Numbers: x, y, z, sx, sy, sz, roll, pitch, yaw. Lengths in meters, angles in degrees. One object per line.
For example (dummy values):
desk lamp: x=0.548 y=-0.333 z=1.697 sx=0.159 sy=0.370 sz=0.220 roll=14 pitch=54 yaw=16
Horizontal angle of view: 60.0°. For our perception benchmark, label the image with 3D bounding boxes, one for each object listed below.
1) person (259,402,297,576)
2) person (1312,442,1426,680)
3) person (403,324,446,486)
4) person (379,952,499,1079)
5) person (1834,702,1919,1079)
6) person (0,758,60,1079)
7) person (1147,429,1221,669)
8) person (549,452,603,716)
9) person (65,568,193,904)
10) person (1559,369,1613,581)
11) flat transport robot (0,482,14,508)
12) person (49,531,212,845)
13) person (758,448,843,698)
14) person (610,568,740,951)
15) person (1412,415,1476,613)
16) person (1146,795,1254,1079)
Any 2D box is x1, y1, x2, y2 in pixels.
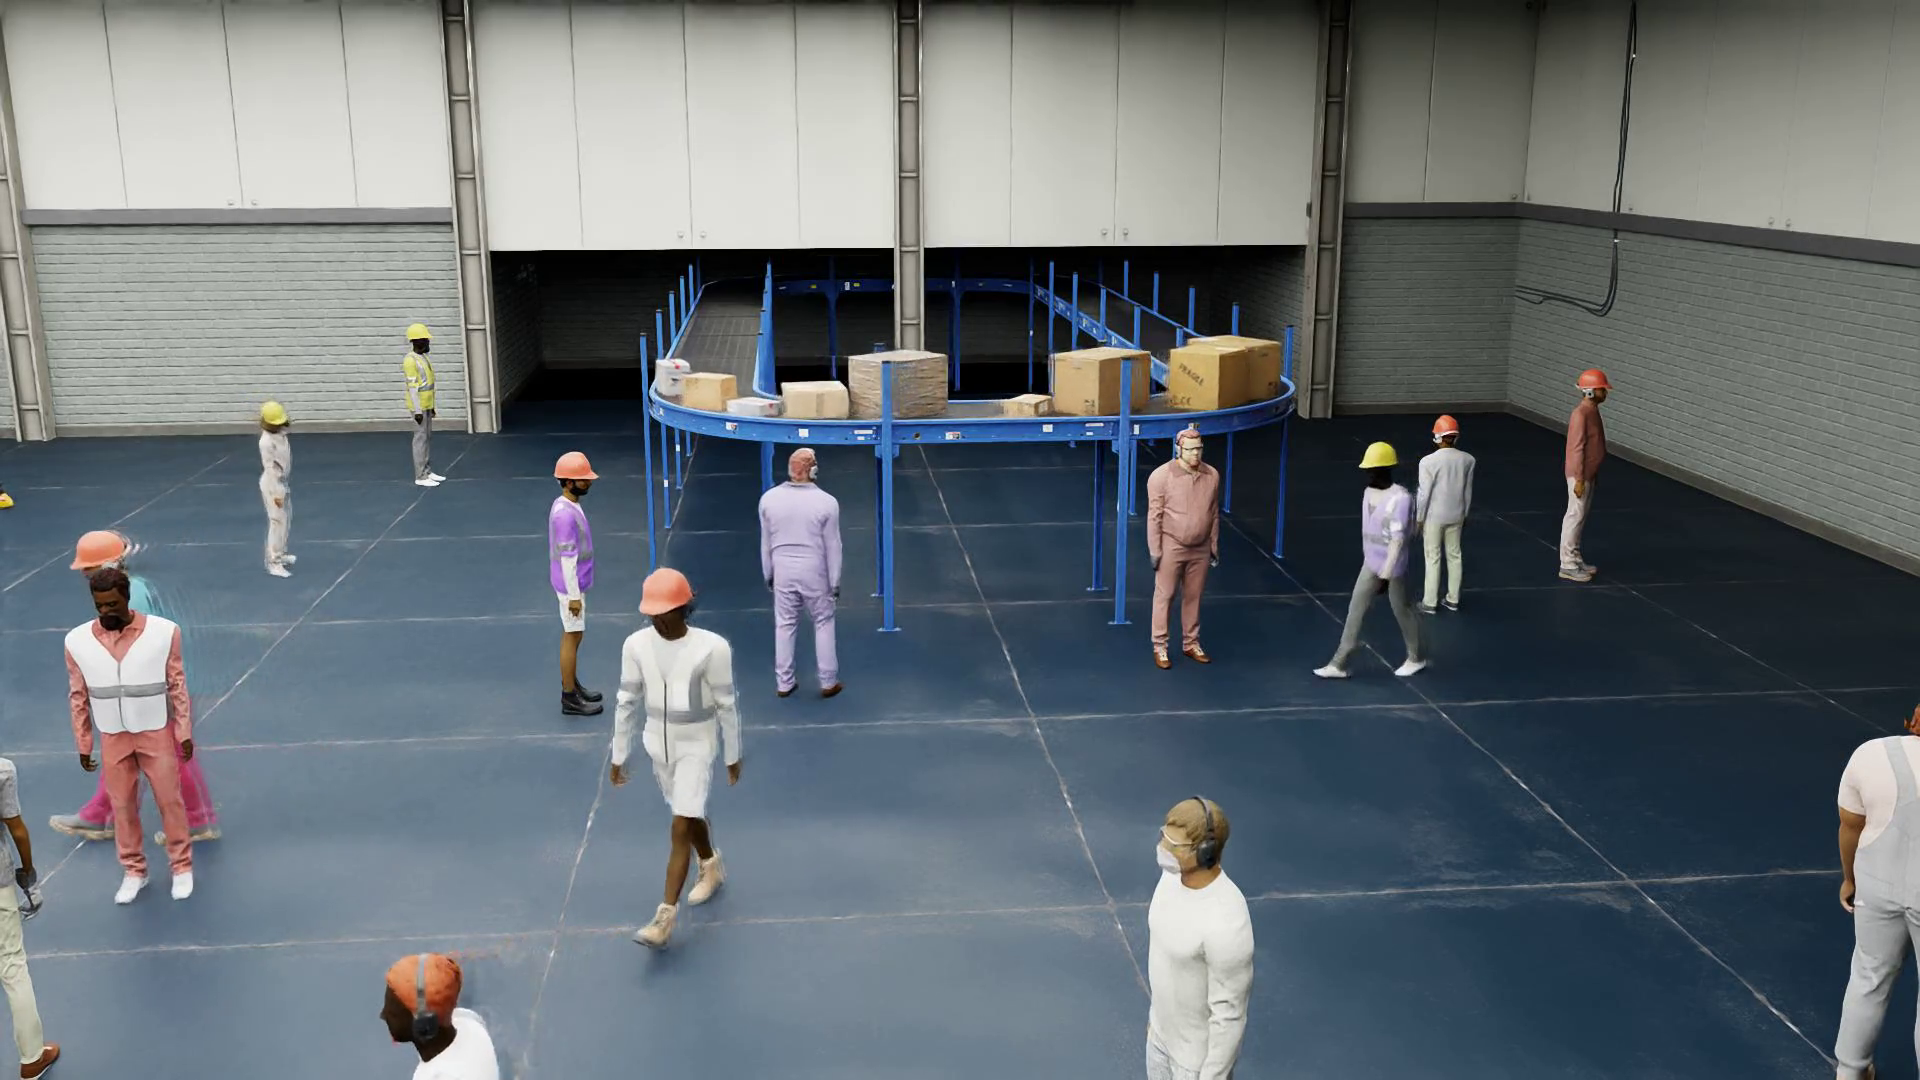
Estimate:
person: x=-6.497 y=-0.501 z=15.852 sx=0.434 sy=1.699 sz=0.618 roll=-1 pitch=14 yaw=-4
person: x=3.244 y=0.175 z=12.791 sx=0.985 sy=1.877 sz=0.606 roll=-6 pitch=15 yaw=-23
person: x=-6.403 y=-1.611 z=19.823 sx=0.357 sy=1.930 sz=0.588 roll=-1 pitch=14 yaw=-3
person: x=-1.520 y=2.108 z=5.154 sx=0.988 sy=1.840 sz=0.578 roll=0 pitch=14 yaw=-2
person: x=4.153 y=1.503 z=7.142 sx=0.538 sy=2.000 sz=0.690 roll=-11 pitch=18 yaw=-39
person: x=-4.352 y=1.535 z=7.351 sx=0.513 sy=1.877 sz=0.328 roll=-5 pitch=15 yaw=-20
person: x=1.786 y=0.065 z=13.165 sx=0.636 sy=1.910 sz=0.406 roll=-6 pitch=15 yaw=-21
person: x=-2.788 y=0.309 z=12.129 sx=0.374 sy=1.935 sz=0.552 roll=-3 pitch=14 yaw=-11
person: x=-4.559 y=1.063 z=9.178 sx=0.598 sy=1.908 sz=0.397 roll=-4 pitch=14 yaw=-14
person: x=5.909 y=-0.623 z=15.735 sx=0.376 sy=1.997 sz=0.612 roll=8 pitch=16 yaw=30
flat transport robot: x=-11.375 y=-0.425 z=18.446 sx=1.431 sy=0.197 sz=0.652 roll=-11 pitch=18 yaw=-38
person: x=-4.972 y=0.897 z=9.757 sx=0.975 sy=1.941 sz=0.640 roll=-5 pitch=15 yaw=-19
person: x=-1.175 y=0.250 z=12.454 sx=0.650 sy=1.896 sz=0.400 roll=3 pitch=14 yaw=12
person: x=-1.532 y=1.117 z=8.789 sx=0.639 sy=1.982 sz=1.061 roll=5 pitch=15 yaw=19
person: x=4.236 y=-0.229 z=14.655 sx=0.565 sy=1.750 sz=0.341 roll=-5 pitch=15 yaw=-19
person: x=0.829 y=1.835 z=6.021 sx=0.372 sy=1.940 sz=0.631 roll=-4 pitch=14 yaw=-14
